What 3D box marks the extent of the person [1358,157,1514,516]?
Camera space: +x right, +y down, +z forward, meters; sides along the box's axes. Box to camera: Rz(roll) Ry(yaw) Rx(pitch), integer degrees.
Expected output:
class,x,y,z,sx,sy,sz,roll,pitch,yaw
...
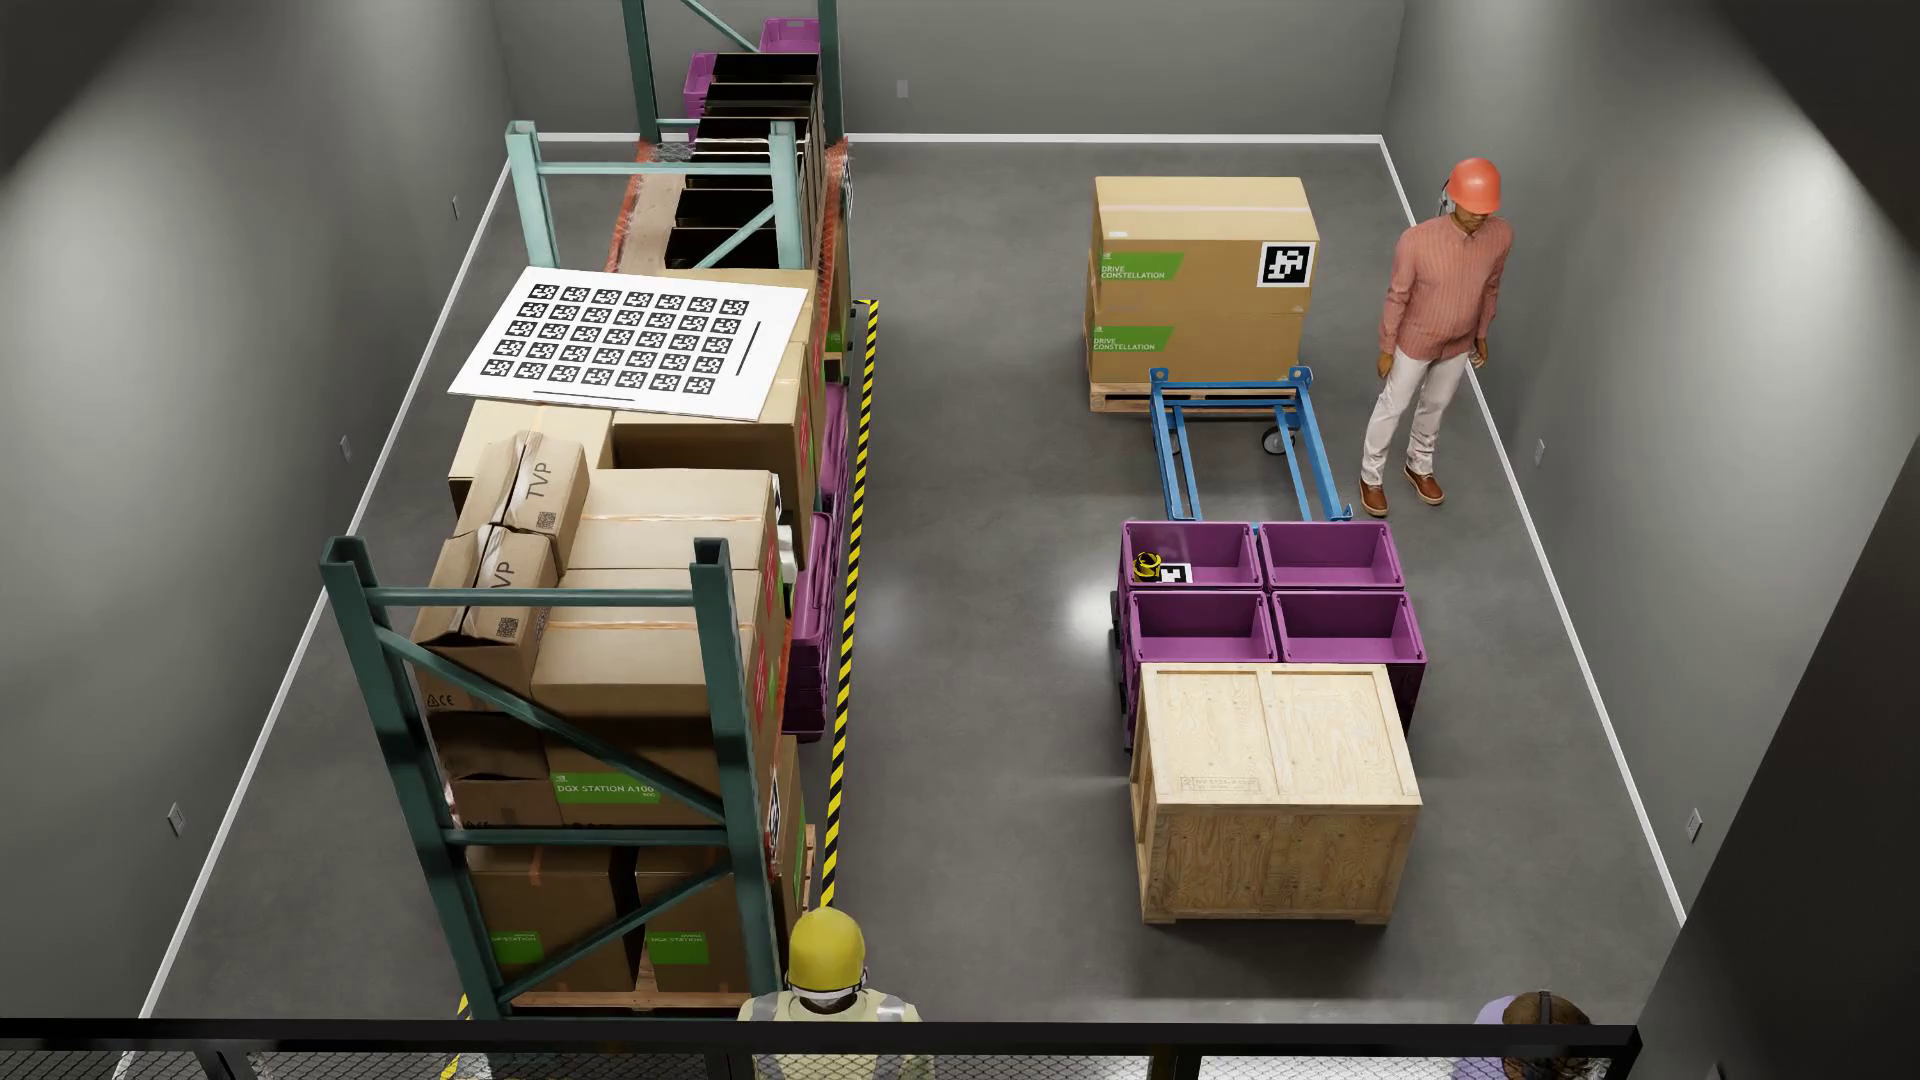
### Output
class,x,y,z,sx,sy,sz,roll,pitch,yaw
person,2.350,-0.984,8.193,0.614,1.993,0.395,-10,42,-11

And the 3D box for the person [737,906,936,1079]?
class,x,y,z,sx,sy,sz,roll,pitch,yaw
person,-0.368,1.754,5.194,0.590,1.830,0.404,0,41,0

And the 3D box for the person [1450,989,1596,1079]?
class,x,y,z,sx,sy,sz,roll,pitch,yaw
person,1.529,1.936,4.906,0.373,1.940,0.629,11,42,12
